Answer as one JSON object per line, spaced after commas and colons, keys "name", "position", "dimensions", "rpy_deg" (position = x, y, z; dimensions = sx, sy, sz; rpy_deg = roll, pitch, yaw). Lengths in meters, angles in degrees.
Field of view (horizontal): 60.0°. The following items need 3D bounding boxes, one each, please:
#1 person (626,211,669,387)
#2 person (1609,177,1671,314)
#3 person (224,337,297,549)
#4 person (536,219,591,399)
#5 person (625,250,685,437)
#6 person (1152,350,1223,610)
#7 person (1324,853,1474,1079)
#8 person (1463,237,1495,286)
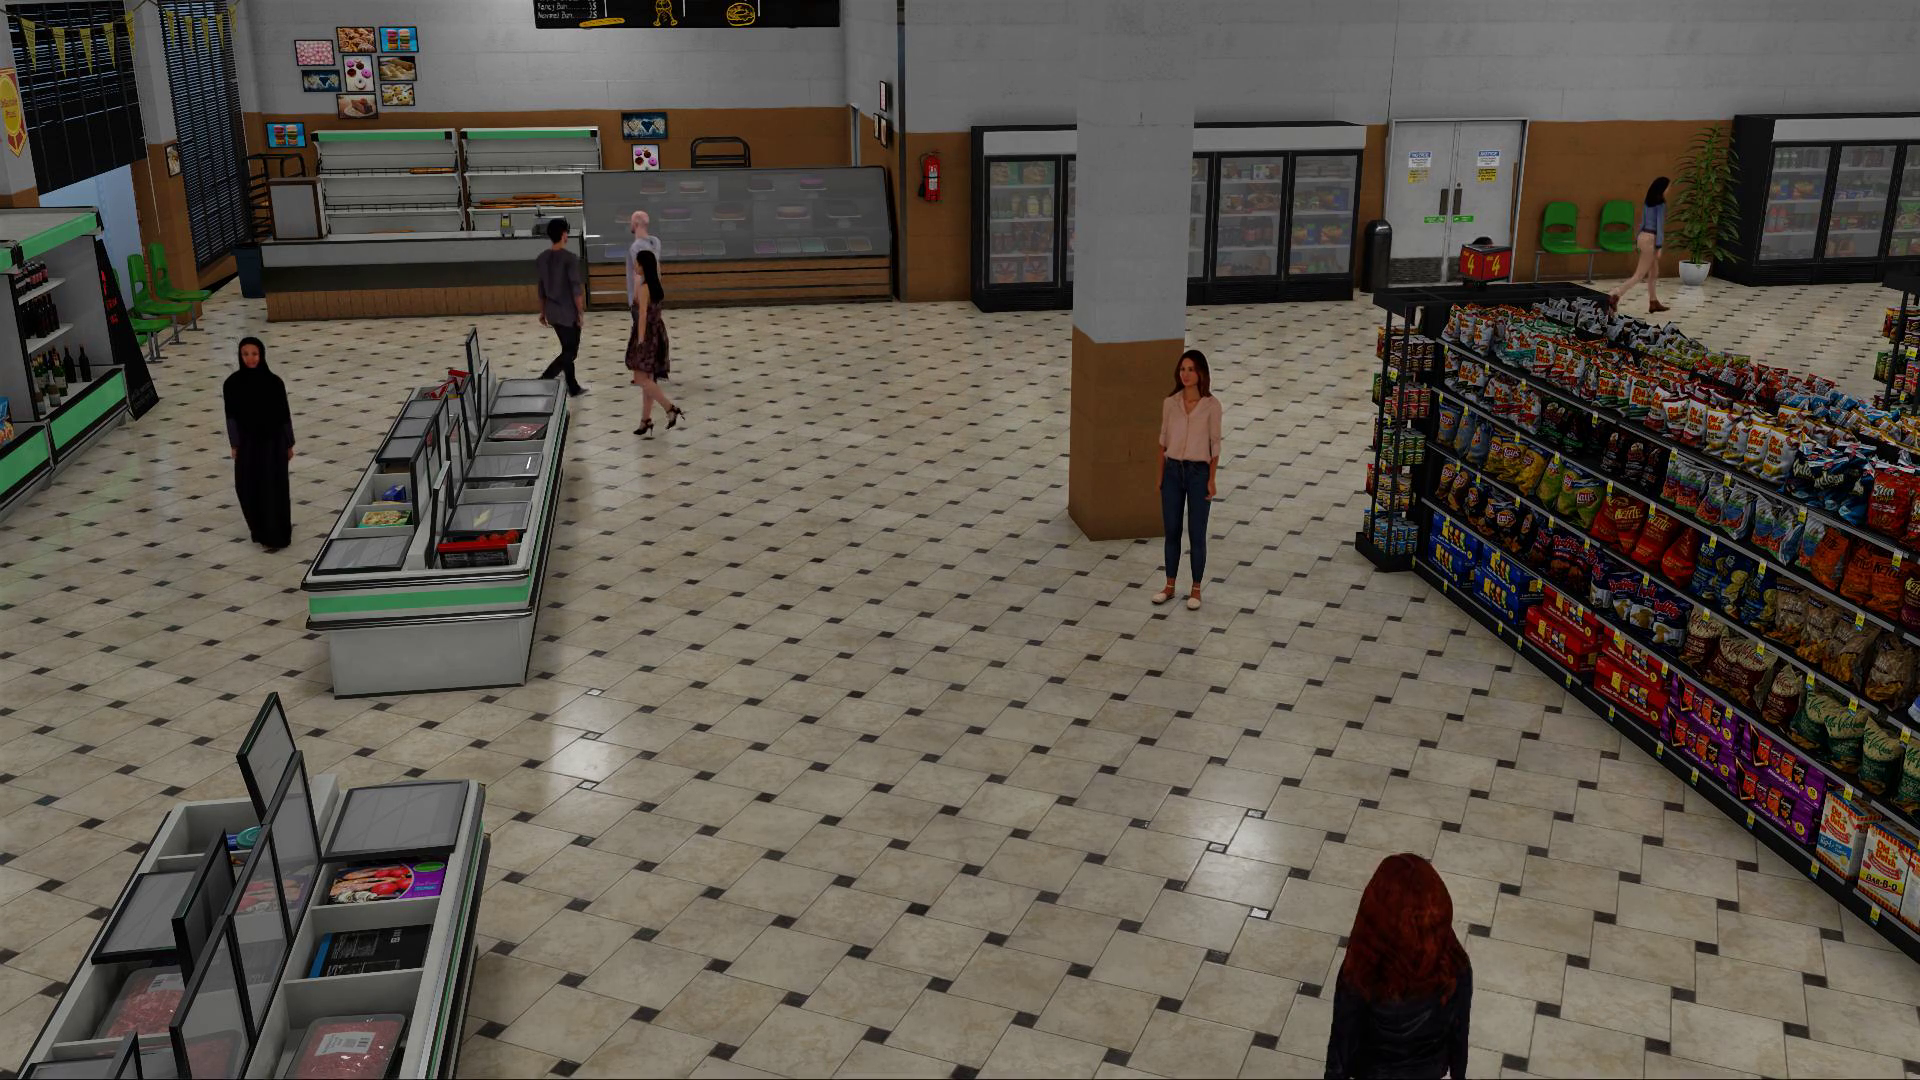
{"name": "person", "position": [-3.329, -2.563, 17.615], "dimensions": [0.824, 1.837, 0.699], "rpy_deg": [6, 20, 17]}
{"name": "person", "position": [8.671, -3.711, 21.178], "dimensions": [0.776, 1.736, 1.123], "rpy_deg": [-3, 19, -7]}
{"name": "person", "position": [-5.289, -0.753, 12.603], "dimensions": [0.680, 1.609, 0.779], "rpy_deg": [-6, 20, -18]}
{"name": "person", "position": [-4.061, -2.262, 16.749], "dimensions": [1.090, 1.819, 1.173], "rpy_deg": [13, 23, 34]}
{"name": "person", "position": [-2.843, -1.809, 15.490], "dimensions": [0.895, 1.764, 0.863], "rpy_deg": [5, 19, 14]}
{"name": "person", "position": [1.554, -0.421, 11.330], "dimensions": [0.670, 1.792, 0.697], "rpy_deg": [8, 20, 24]}
{"name": "person", "position": [1.301, 1.763, 4.876], "dimensions": [0.609, 1.779, 0.736], "rpy_deg": [-2, 19, -6]}
{"name": "person", "position": [5.051, -2.170, 16.653], "dimensions": [0.933, 1.705, 0.995], "rpy_deg": [6, 20, 18]}
